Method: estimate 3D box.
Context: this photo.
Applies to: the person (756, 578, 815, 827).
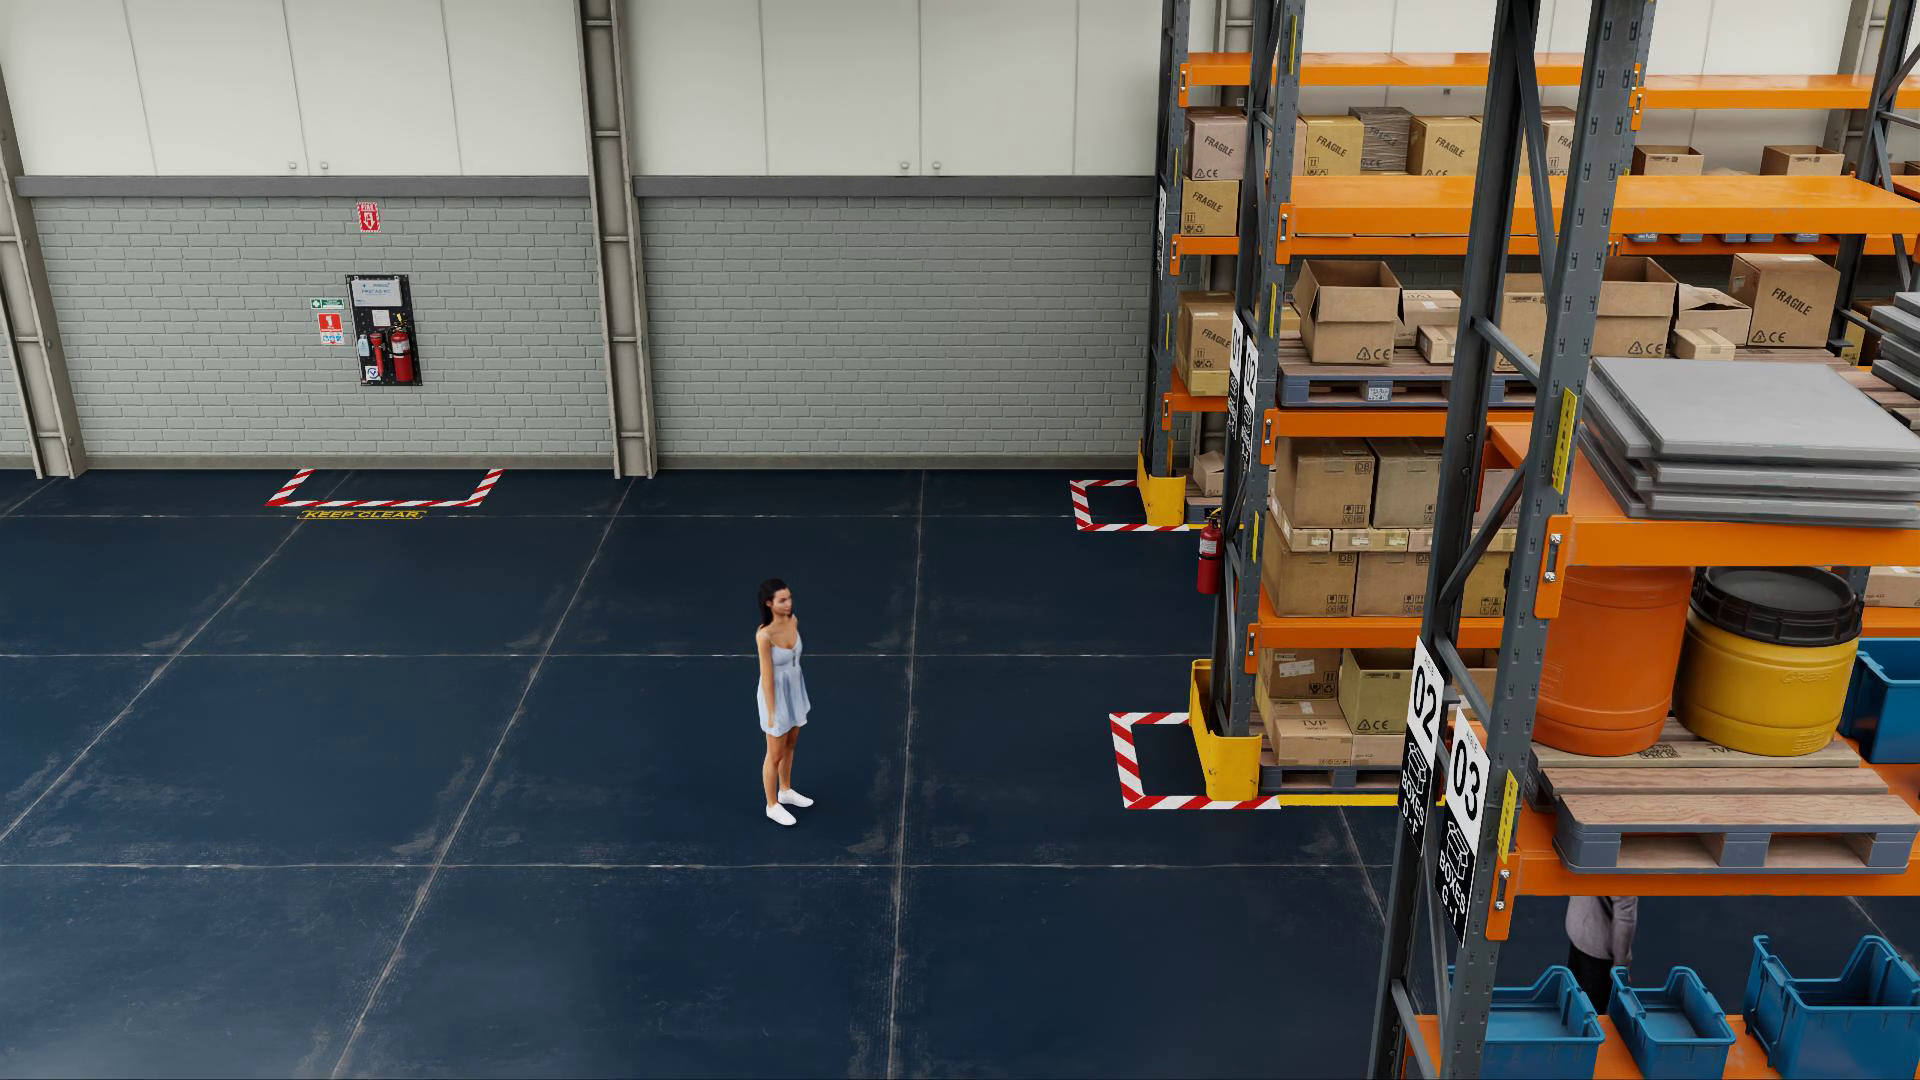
[{"bbox_3d":[-1.195,1.050,11.065,0.663,1.730,0.664,10,25,23],"label":"person"}]
